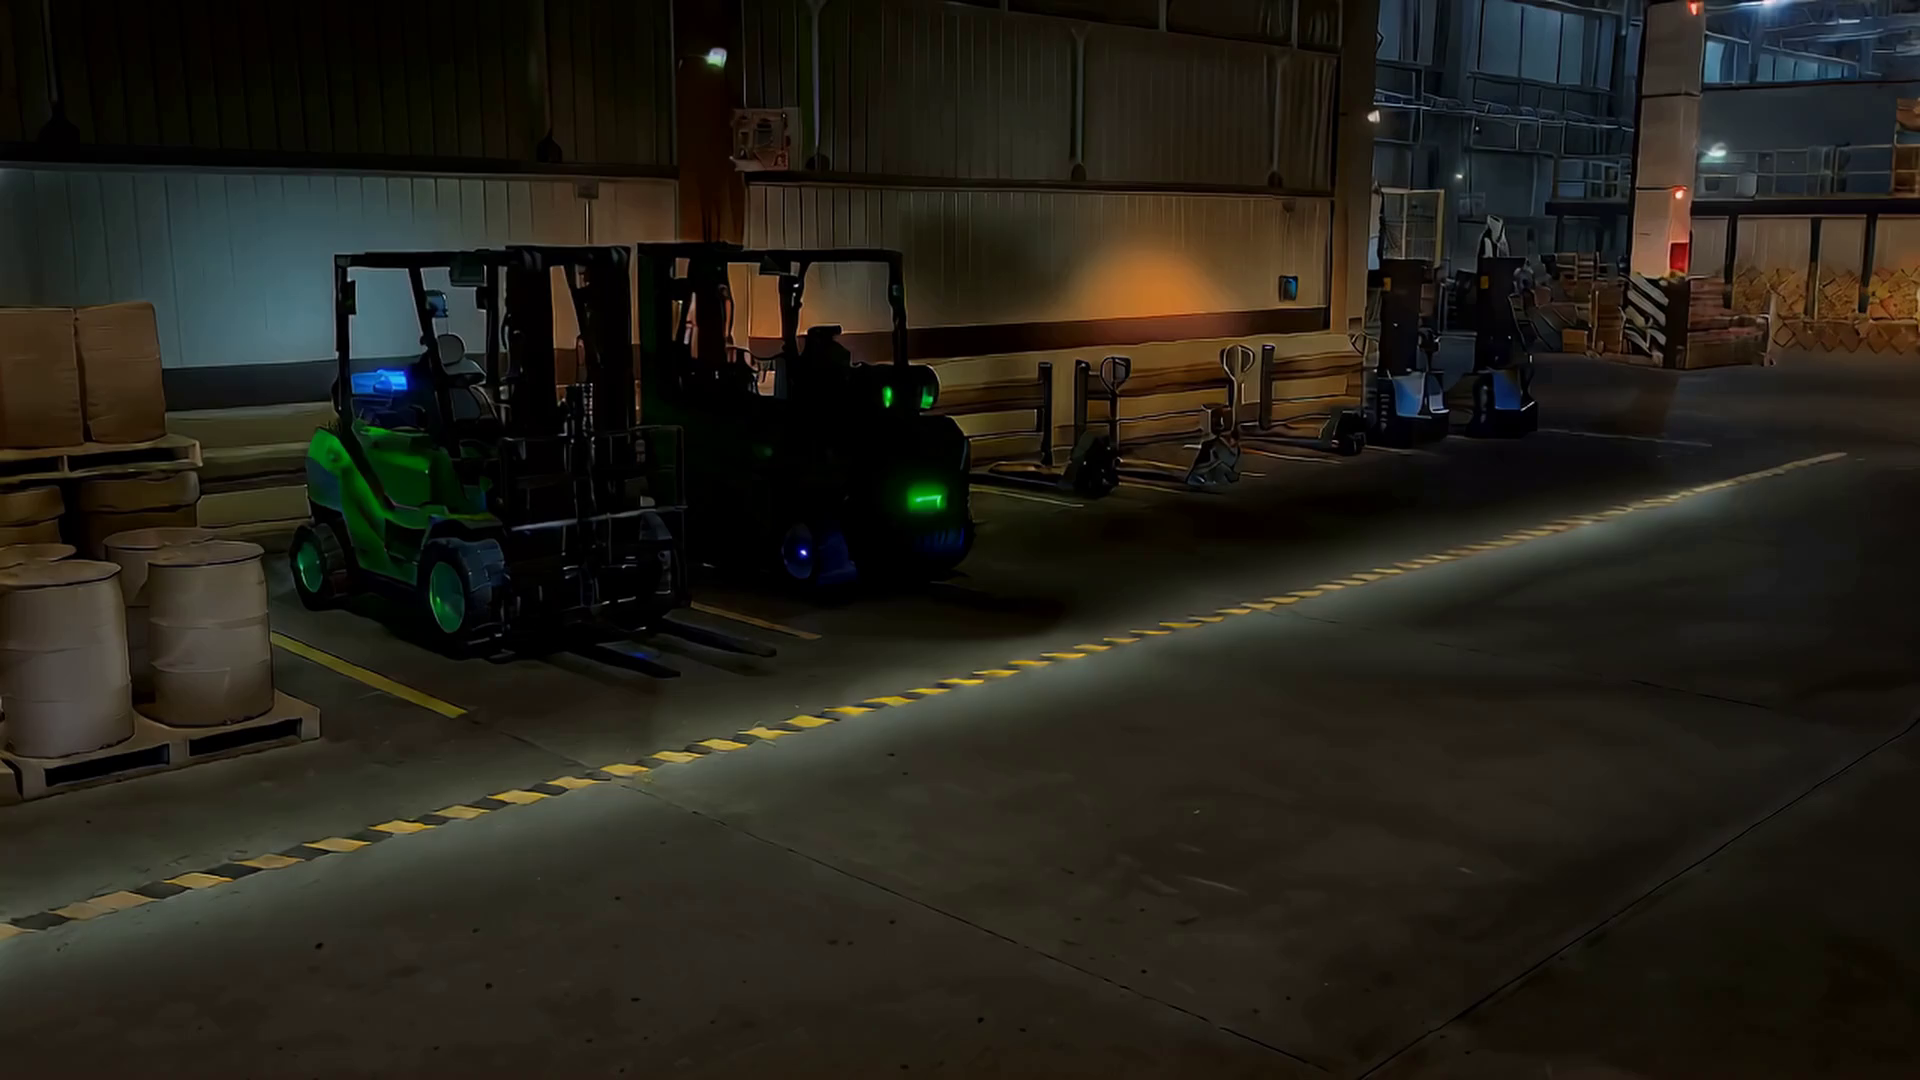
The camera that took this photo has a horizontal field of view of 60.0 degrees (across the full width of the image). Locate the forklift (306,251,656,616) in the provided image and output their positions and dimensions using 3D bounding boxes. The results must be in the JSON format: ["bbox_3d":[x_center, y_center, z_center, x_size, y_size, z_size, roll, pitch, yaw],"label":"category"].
[{"bbox_3d":[-2.833,-0.669,9.694,1.157,1.987,2.680,-10,14,-44],"label":"forklift"}]

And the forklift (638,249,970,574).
[{"bbox_3d":[-1.173,-0.958,11.239,2.680,1.987,1.157,10,14,43],"label":"forklift"}]

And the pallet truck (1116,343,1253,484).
[{"bbox_3d":[1.962,-1.215,15.415,1.522,1.261,0.704,10,14,43],"label":"pallet truck"}]

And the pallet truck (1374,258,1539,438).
[{"bbox_3d":[5.704,-2.208,18.901,1.885,1.965,0.823,10,14,43],"label":"pallet truck"}]

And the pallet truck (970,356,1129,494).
[{"bbox_3d":[0.784,-1.085,14.876,0.680,1.201,1.601,-10,14,-44],"label":"pallet truck"}]

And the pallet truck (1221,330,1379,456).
[{"bbox_3d":[3.563,-1.581,17.381,0.653,1.274,1.630,-10,14,-44],"label":"pallet truck"}]

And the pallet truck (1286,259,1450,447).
[{"bbox_3d":[4.493,-2.078,18.196,0.823,1.965,1.885,-9,14,-40],"label":"pallet truck"}]
